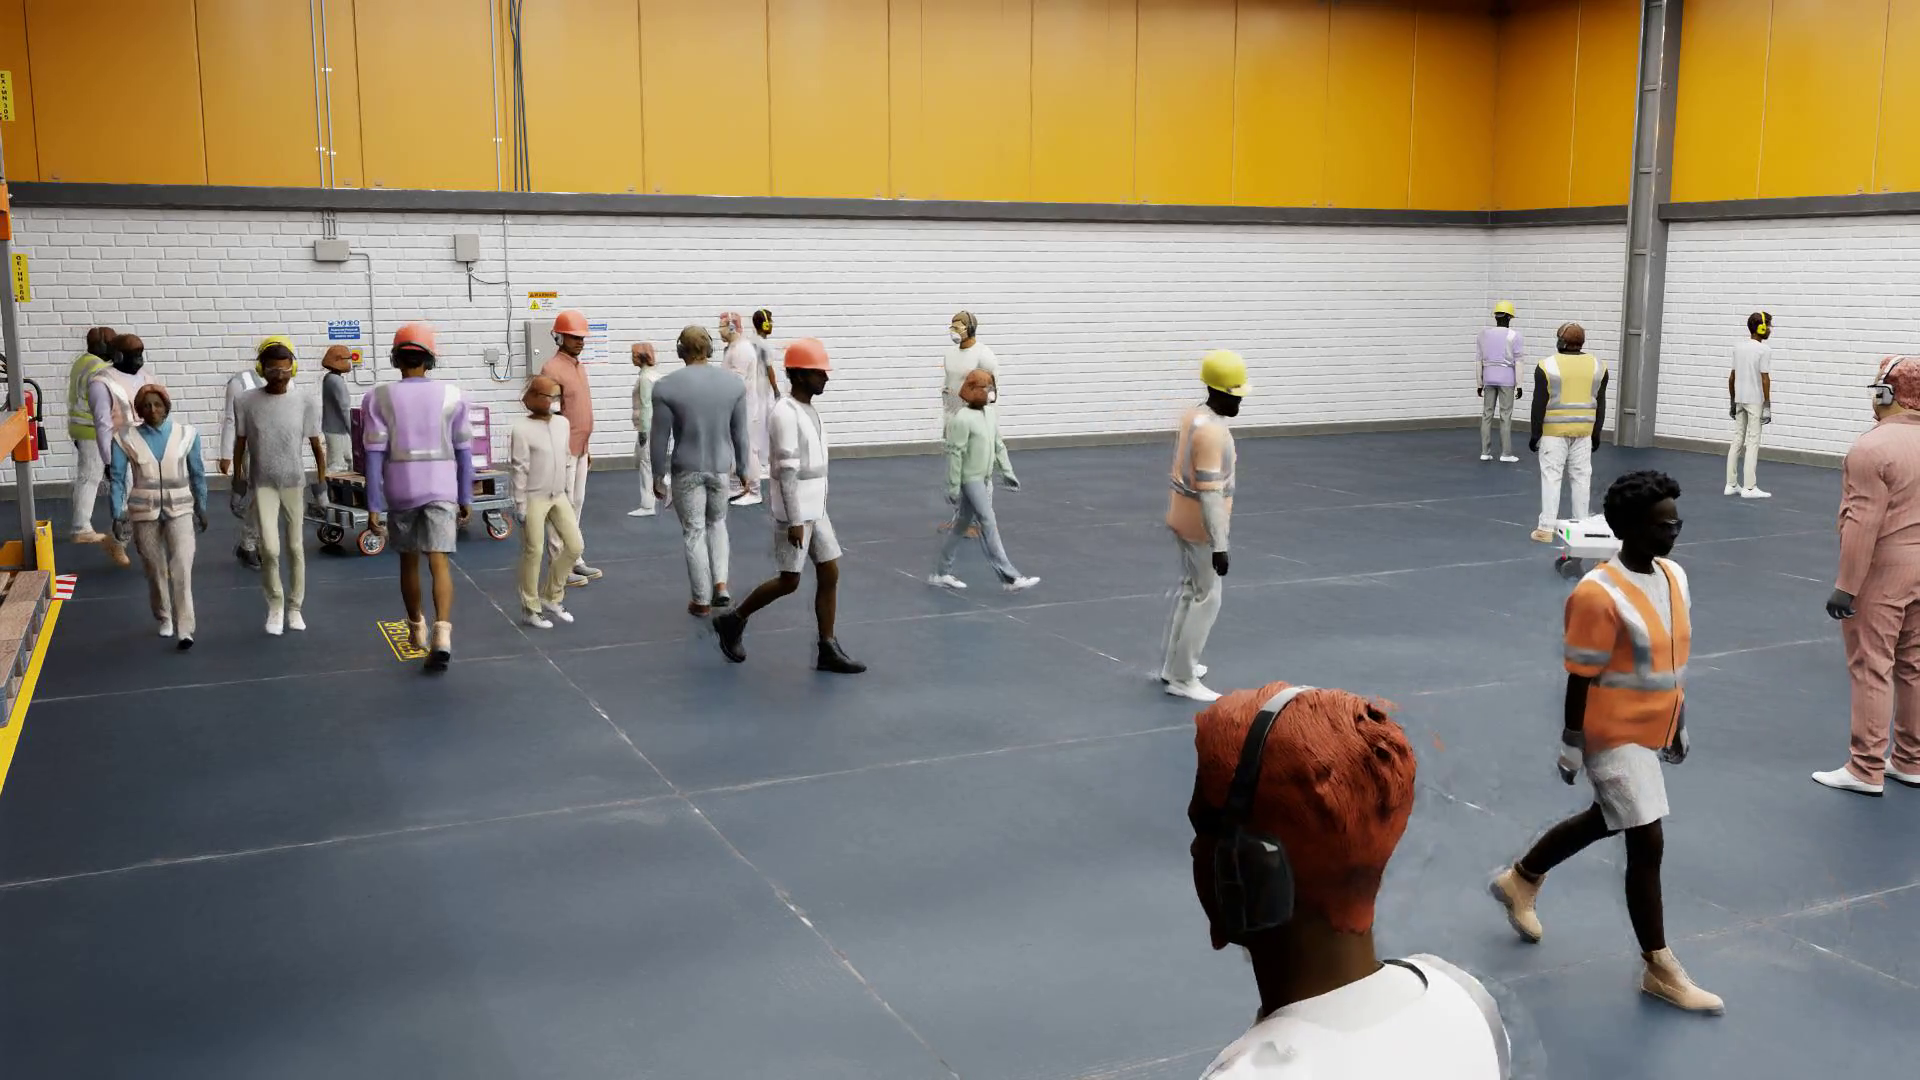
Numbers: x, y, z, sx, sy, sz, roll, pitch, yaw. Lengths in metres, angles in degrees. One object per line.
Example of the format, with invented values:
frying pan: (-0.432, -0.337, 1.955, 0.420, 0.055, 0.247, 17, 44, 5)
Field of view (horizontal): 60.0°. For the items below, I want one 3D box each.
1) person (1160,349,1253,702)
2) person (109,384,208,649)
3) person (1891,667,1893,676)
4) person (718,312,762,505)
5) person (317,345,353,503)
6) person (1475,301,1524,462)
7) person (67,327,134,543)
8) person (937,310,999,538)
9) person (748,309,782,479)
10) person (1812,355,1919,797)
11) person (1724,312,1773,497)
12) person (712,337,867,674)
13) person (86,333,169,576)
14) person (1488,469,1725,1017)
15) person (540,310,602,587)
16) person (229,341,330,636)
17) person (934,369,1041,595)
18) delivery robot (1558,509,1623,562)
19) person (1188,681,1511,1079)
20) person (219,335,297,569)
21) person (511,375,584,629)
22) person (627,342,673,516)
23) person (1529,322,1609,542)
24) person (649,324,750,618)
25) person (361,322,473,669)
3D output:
person: (1.303, -0.075, 8.768, 0.425, 1.873, 0.726, 0, 9, 3)
person: (-4.845, -0.146, 10.071, 0.541, 1.584, 0.874, -5, 10, -26)
person: (5.521, -0.097, 9.064, 0.807, 1.815, 0.551, 6, 11, 33)
person: (-2.203, -1.257, 16.093, 0.600, 1.883, 0.639, -3, 10, -16)
person: (-5.532, -0.960, 15.077, 0.734, 1.600, 0.522, -5, 11, -31)
person: (6.445, -1.885, 19.853, 0.586, 1.920, 0.379, 8, 12, 42)
person: (-7.160, -0.884, 14.023, 0.825, 1.807, 0.636, -7, 11, -37)
person: (0.070, -0.987, 14.222, 0.366, 1.938, 0.630, -8, 12, -39)
person: (-2.120, -1.582, 18.174, 0.641, 1.850, 0.501, -5, 10, -27)
person: (4.026, 0.155, 7.239, 0.652, 1.906, 0.402, -4, 10, -23)
person: (7.976, -1.360, 16.767, 0.310, 1.864, 0.533, -3, 10, -17)
person: (-0.973, -0.185, 9.358, 0.816, 1.913, 0.550, 3, 10, 19)
person: (-6.218, -0.644, 12.488, 0.798, 1.817, 0.638, 3, 10, 18)
person: (2.063, 0.587, 5.301, 0.533, 1.664, 0.837, -8, 12, -39)
person: (-2.822, -0.667, 12.078, 0.393, 1.988, 0.623, 1, 9, 8)
person: (-4.244, -0.314, 10.368, 0.568, 1.837, 0.546, -5, 10, -29)
person: (0.170, -0.405, 11.699, 0.890, 1.581, 0.508, 4, 10, 25)
delivery robot: (4.781, -0.024, 12.237, 0.707, 0.478, 0.477, 1, 9, 10)
person: (0.281, 1.055, 1.761, 0.624, 1.867, 0.622, 9, 12, 43)
person: (-5.271, -0.655, 12.622, 0.457, 1.787, 0.664, 5, 10, 28)
person: (-2.621, -0.236, 10.538, 0.421, 1.615, 0.534, 6, 11, 31)
person: (-2.870, -1.024, 15.396, 0.416, 1.624, 0.538, -1, 9, -5)
person: (5.078, -0.896, 13.949, 0.633, 1.846, 0.429, -1, 9, -3)
person: (-1.713, -0.446, 10.903, 0.652, 1.925, 0.437, -5, 10, -27)
person: (-3.120, -0.262, 9.641, 0.615, 1.998, 1.062, -4, 10, -21)
